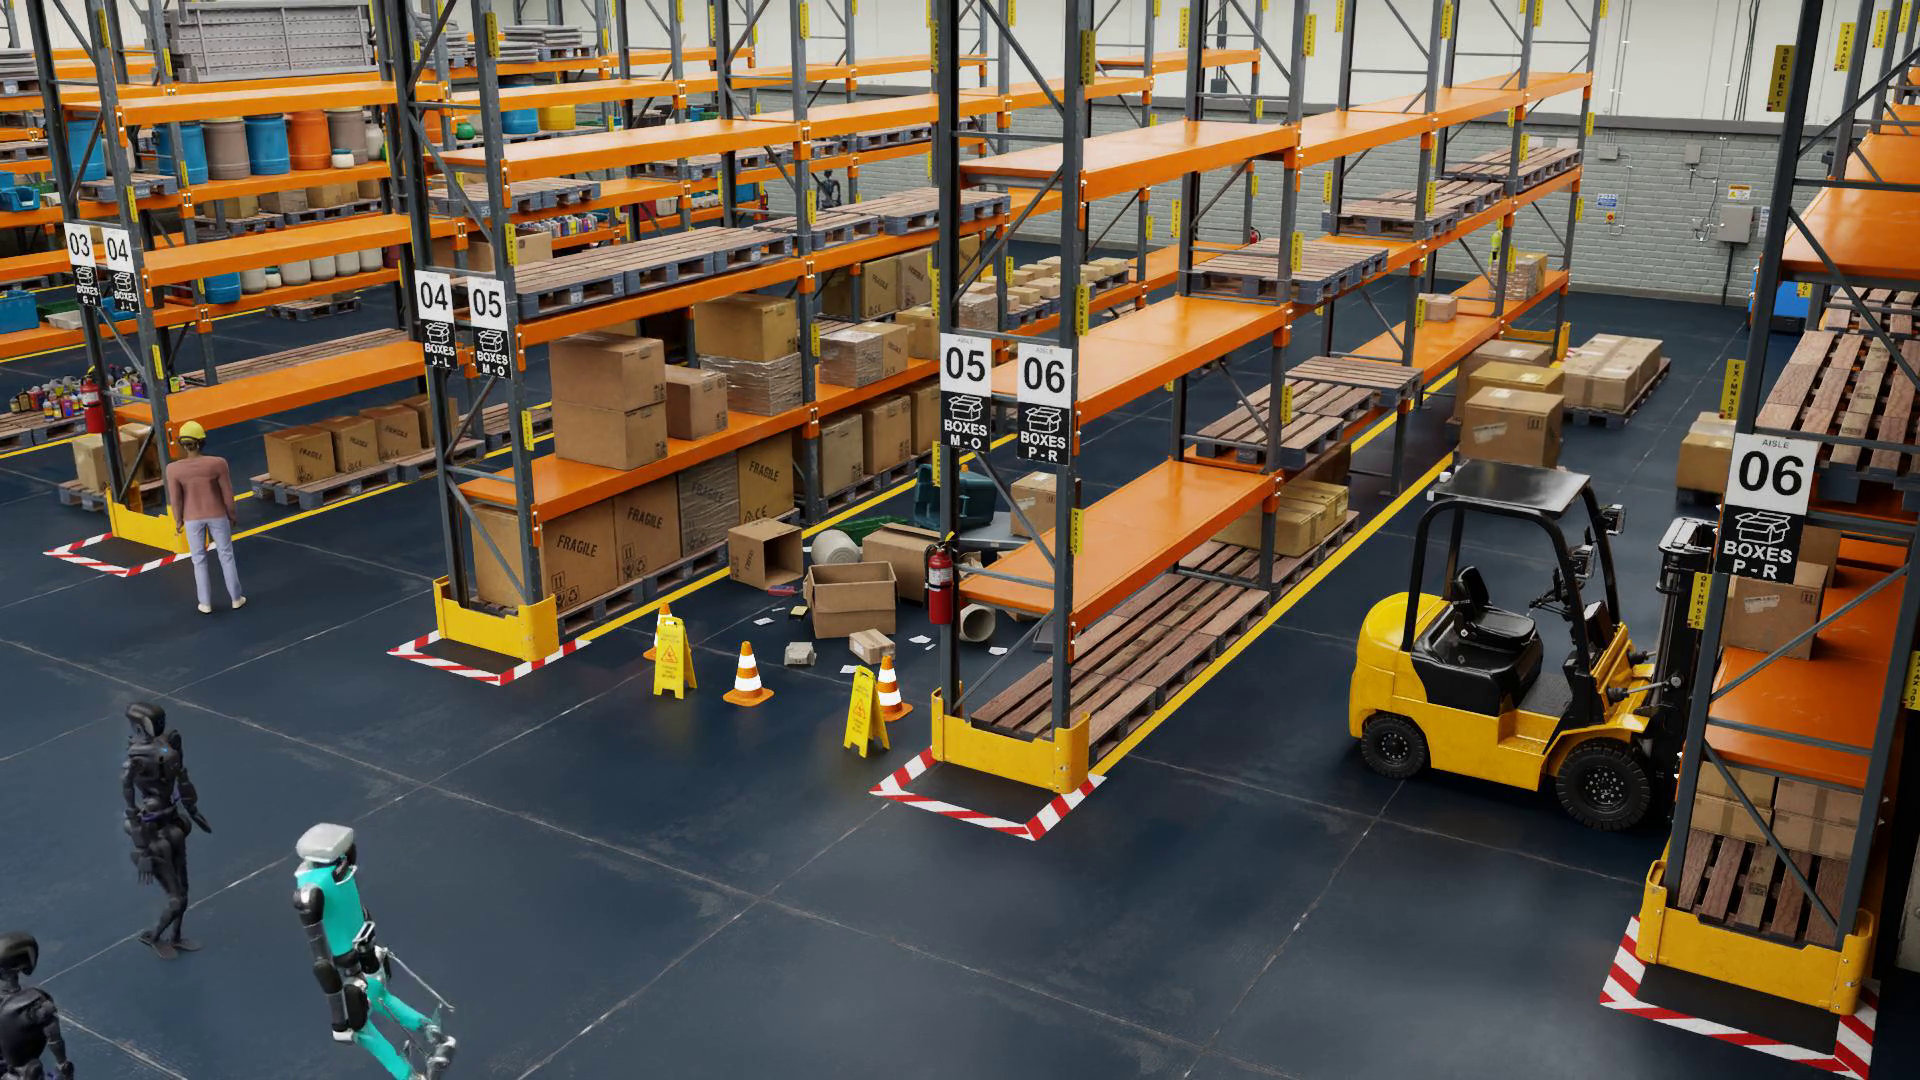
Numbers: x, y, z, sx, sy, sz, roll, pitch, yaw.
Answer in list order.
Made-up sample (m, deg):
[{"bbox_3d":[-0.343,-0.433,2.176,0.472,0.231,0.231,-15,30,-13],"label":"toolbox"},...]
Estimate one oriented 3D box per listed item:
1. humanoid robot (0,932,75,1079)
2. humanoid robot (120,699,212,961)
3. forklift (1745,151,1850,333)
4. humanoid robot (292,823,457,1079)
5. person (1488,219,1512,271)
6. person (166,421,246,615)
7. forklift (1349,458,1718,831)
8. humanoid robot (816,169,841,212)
[{"bbox_3d":[-4.089,2.472,7.312,0.591,1.645,0.369,8,21,22],"label":"humanoid robot"},{"bbox_3d":[-4.627,1.671,9.639,0.357,1.646,0.586,2,19,7],"label":"humanoid robot"},{"bbox_3d":[13.620,-4.667,26.137,1.873,2.768,1.129,11,22,29],"label":"forklift"},{"bbox_3d":[-2.745,2.207,8.036,0.704,1.817,0.530,0,19,0],"label":"humanoid robot"},{"bbox_3d":[8.971,-4.578,27.664,0.319,1.696,0.531,16,25,38],"label":"person"},{"bbox_3d":[-6.764,-0.198,14.905,0.523,1.763,0.326,-8,21,-22],"label":"person"},{"bbox_3d":[3.988,0.658,11.776,2.313,2.155,1.214,11,22,29],"label":"forklift"},{"bbox_3d":[-2.746,-6.849,34.279,0.602,1.642,0.583,-9,21,-25],"label":"humanoid robot"}]
